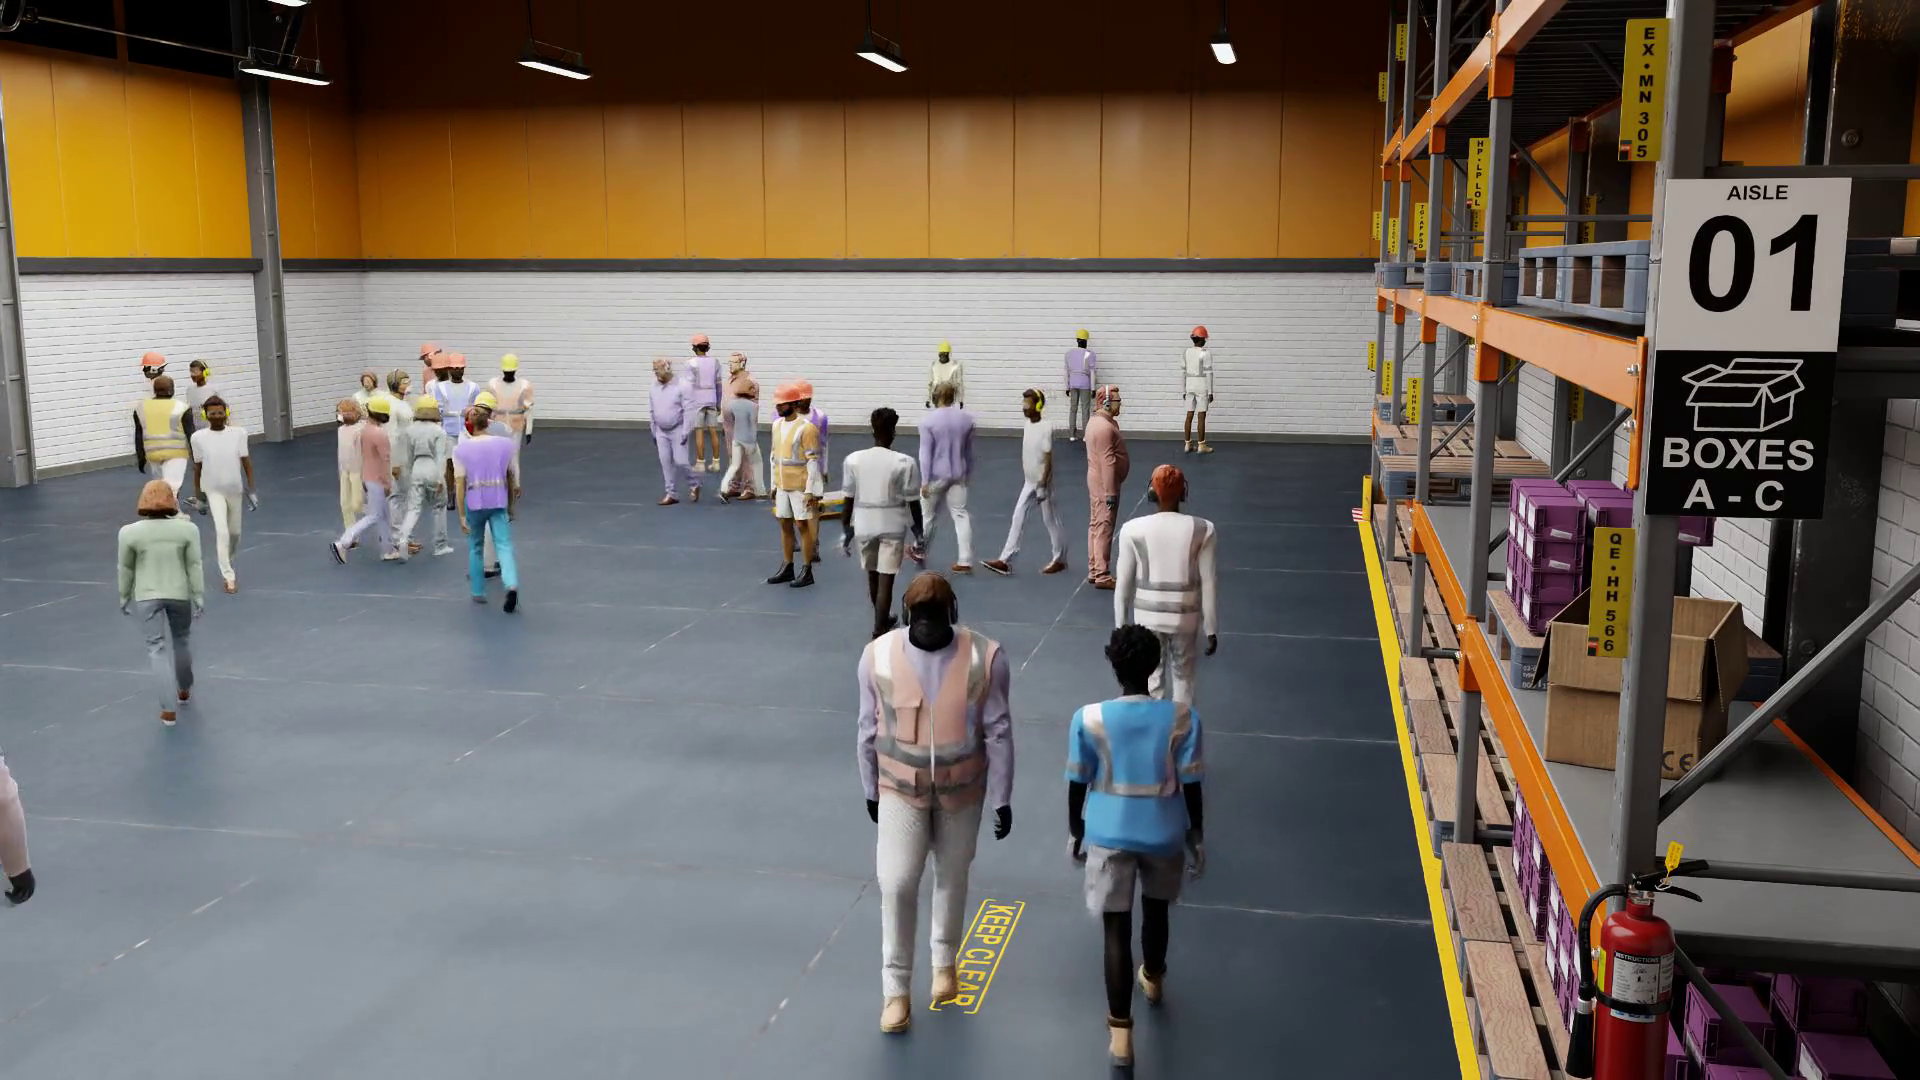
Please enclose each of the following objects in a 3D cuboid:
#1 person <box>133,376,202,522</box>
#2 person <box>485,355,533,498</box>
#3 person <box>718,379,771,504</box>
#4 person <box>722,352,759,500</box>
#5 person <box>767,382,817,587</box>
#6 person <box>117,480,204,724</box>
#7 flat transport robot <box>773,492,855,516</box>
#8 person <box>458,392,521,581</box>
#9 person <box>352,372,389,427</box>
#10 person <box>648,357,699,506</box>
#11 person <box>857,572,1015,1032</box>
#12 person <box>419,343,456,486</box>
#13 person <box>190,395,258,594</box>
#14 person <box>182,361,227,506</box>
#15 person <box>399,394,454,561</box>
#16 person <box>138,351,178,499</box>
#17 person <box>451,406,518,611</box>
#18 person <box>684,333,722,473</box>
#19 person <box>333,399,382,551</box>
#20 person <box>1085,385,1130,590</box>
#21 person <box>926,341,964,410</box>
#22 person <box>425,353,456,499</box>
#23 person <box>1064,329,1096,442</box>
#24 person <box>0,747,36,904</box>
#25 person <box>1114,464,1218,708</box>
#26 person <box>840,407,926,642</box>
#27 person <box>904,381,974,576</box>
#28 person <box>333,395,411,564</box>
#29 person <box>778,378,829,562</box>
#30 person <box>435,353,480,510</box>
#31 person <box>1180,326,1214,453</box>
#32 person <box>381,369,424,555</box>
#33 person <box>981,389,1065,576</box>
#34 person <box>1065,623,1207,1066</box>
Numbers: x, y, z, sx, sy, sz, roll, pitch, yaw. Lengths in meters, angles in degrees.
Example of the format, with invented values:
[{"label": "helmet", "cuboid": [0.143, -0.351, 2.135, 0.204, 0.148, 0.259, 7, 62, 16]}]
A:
[{"label": "person", "cuboid": [-8.836, -0.938, 18.630, 0.643, 1.785, 0.975, 0, 9, -2]}, {"label": "person", "cuboid": [-5.757, -1.416, 21.224, 0.609, 1.875, 0.941, -2, 10, -14]}, {"label": "person", "cuboid": [-2.770, -1.243, 21.112, 0.499, 1.606, 0.826, 6, 11, 34]}, {"label": "person", "cuboid": [-2.873, -1.471, 21.484, 0.409, 1.908, 0.642, -9, 13, -44]}, {"label": "person", "cuboid": [-1.599, -0.519, 15.657, 0.551, 1.932, 0.376, 8, 12, 40]}, {"label": "person", "cuboid": [-5.376, 0.392, 11.187, 0.502, 1.600, 0.795, -6, 11, -33]}, {"label": "flat transport robot", "cuboid": [-1.493, -0.444, 20.210, 1.431, 0.197, 0.652, -7, 12, -38]}, {"label": "person", "cuboid": [-4.555, -0.522, 16.082, 0.465, 1.800, 0.680, 8, 12, 40]}, {"label": "person", "cuboid": [-7.895, -1.462, 22.355, 0.535, 1.599, 0.854, -1, 9, -5]}, {"label": "person", "cuboid": [-3.618, -1.369, 20.955, 0.671, 1.880, 0.530, 4, 10, 23]}, {"label": "person", "cuboid": [-0.100, 1.037, 6.660, 0.638, 1.814, 0.756, 0, 9, -1]}, {"label": "person", "cuboid": [-7.107, -1.724, 22.917, 0.731, 1.952, 0.367, 4, 10, 23]}, {"label": "person", "cuboid": [-6.916, -0.460, 15.618, 0.523, 1.838, 0.890, -6, 11, -34]}, {"label": "person", "cuboid": [-9.538, -1.325, 20.850, 0.542, 1.816, 0.950, 3, 10, 18]}, {"label": "person", "cuboid": [-5.520, -0.642, 17.101, 0.493, 1.700, 0.799, 2, 10, 12]}, {"label": "person", "cuboid": [-9.597, -1.263, 19.960, 0.379, 1.995, 0.611, -4, 10, -22]}, {"label": "person", "cuboid": [-4.160, -0.277, 14.644, 0.562, 1.804, 0.897, -5, 11, -29]}, {"label": "person", "cuboid": [-3.754, -1.993, 24.213, 0.614, 2.041, 0.393, -8, 12, -39]}, {"label": "person", "cuboid": [-6.399, -0.697, 17.665, 0.515, 1.617, 0.534, 8, 12, 39]}, {"label": "person", "cuboid": [1.383, -0.493, 15.592, 0.410, 1.909, 0.643, -1, 9, -5]}, {"label": "person", "cuboid": [-0.241, -2.341, 27.076, 0.610, 1.798, 0.917, 4, 10, 20]}, {"label": "person", "cuboid": [-6.621, -1.451, 21.404, 0.571, 1.882, 0.979, 1, 9, 4]}, {"label": "person", "cuboid": [2.063, -2.635, 28.429, 0.589, 1.927, 0.386, 5, 11, 29]}, {"label": "person", "cuboid": [-3.648, 1.122, 5.962, 0.673, 1.870, 0.898, 1, 9, 4]}, {"label": "person", "cuboid": [1.211, 0.482, 9.826, 0.604, 1.861, 0.675, 1, 9, 5]}, {"label": "person", "cuboid": [-0.576, -0.095, 13.153, 0.638, 1.916, 0.961, 3, 10, 18]}, {"label": "person", "cuboid": [-0.186, -0.622, 16.424, 0.656, 1.887, 1.000, -6, 11, -31]}, {"label": "person", "cuboid": [-5.964, -0.600, 16.772, 0.762, 1.731, 0.526, -8, 12, -39]}, {"label": "person", "cuboid": [-1.638, -0.753, 17.245, 0.566, 1.886, 1.027, -3, 10, -16]}, {"label": "person", "cuboid": [-6.195, -1.339, 20.578, 0.545, 1.942, 0.353, -4, 10, -21]}, {"label": "person", "cuboid": [3.832, -2.419, 26.775, 0.377, 2.045, 0.605, -9, 13, -44]}, {"label": "person", "cuboid": [-5.885, -0.823, 17.478, 0.371, 1.940, 0.627, -1, 9, -7]}, {"label": "person", "cuboid": [0.664, -0.542, 16.123, 0.941, 1.822, 0.555, -6, 11, -32]}, {"label": "person", "cuboid": [0.681, 1.148, 6.492, 0.543, 1.646, 0.881, 0, 9, 0]}]
